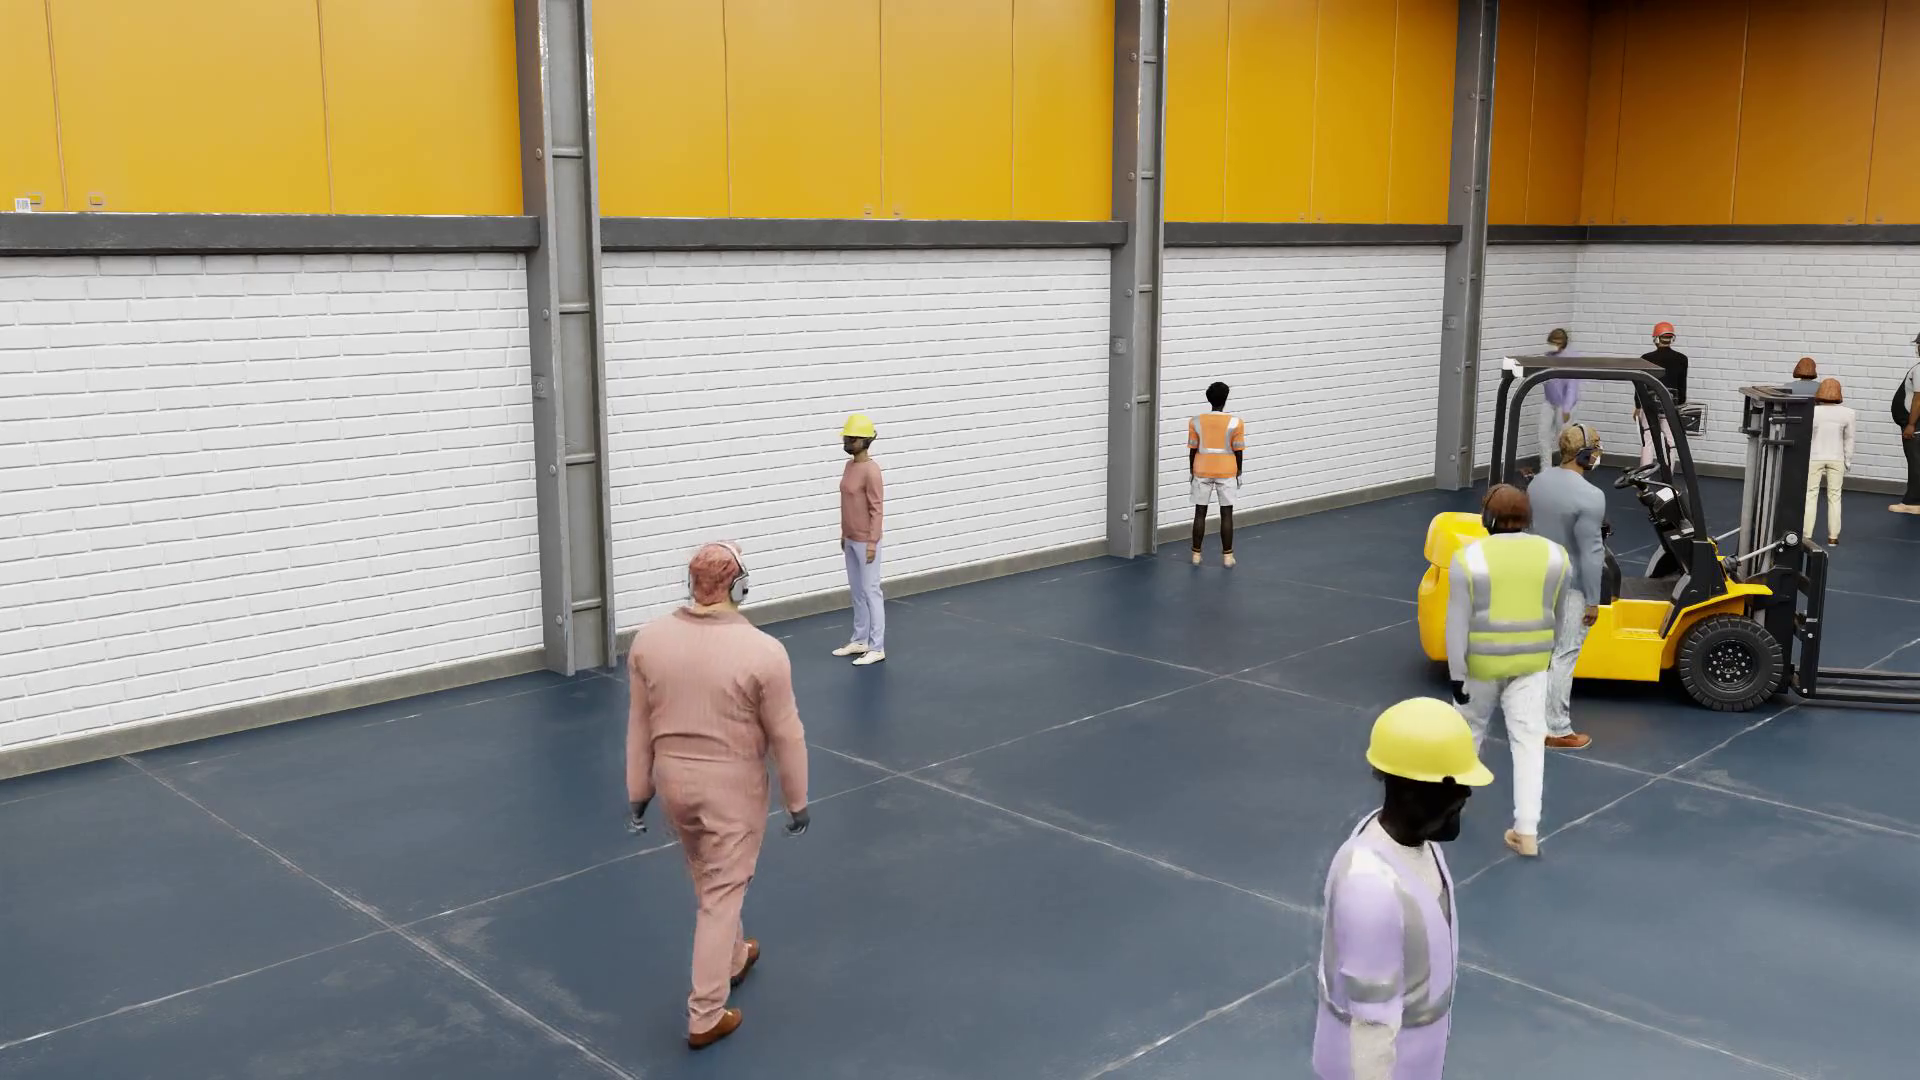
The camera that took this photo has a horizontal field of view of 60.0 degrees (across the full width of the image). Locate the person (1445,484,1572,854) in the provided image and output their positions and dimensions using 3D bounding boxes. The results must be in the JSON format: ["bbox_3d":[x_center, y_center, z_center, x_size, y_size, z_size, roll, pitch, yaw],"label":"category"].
[{"bbox_3d":[2.720,0.607,8.347,0.634,1.790,0.983,0,10,1],"label":"person"}]

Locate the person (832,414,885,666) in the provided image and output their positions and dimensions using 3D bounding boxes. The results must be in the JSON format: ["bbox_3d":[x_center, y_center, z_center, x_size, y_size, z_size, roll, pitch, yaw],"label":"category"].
[{"bbox_3d":[-0.709,-0.008,11.726,0.301,1.772,0.531,-5,12,-28],"label":"person"}]

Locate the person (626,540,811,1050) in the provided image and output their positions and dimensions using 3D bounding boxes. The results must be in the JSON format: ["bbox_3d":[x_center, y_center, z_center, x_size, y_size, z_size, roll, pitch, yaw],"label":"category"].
[{"bbox_3d":[-0.858,0.918,6.373,0.679,1.874,0.883,4,11,22],"label":"person"}]

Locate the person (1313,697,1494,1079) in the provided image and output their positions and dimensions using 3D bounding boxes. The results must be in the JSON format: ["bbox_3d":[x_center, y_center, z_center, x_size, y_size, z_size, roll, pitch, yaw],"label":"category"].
[{"bbox_3d":[1.042,1.307,4.170,0.546,1.911,0.592,5,12,27],"label":"person"}]

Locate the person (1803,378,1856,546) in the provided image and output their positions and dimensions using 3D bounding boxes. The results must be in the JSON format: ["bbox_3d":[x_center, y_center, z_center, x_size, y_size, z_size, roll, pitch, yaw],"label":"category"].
[{"bbox_3d":[8.392,-0.753,16.156,0.498,1.634,0.279,3,11,18],"label":"person"}]

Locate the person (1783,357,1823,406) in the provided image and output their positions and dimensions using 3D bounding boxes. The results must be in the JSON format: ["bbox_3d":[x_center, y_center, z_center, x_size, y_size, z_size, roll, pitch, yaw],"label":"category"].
[{"bbox_3d":[9.546,-1.253,18.885,0.509,1.632,0.267,1,10,7],"label":"person"}]

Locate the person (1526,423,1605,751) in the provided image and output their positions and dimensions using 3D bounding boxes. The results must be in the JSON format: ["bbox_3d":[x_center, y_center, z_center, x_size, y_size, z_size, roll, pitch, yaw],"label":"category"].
[{"bbox_3d":[3.534,0.278,9.747,0.363,1.934,0.630,-3,11,-15],"label":"person"}]

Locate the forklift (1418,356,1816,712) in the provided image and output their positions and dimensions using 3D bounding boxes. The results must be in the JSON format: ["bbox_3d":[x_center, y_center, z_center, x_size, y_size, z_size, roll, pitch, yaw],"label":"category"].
[{"bbox_3d":[4.276,-0.101,11.076,2.313,2.155,1.214,2,11,13],"label":"forklift"}]

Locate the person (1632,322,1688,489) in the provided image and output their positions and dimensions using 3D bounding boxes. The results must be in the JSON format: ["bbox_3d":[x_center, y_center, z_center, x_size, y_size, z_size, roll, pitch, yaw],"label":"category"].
[{"bbox_3d":[8.324,-1.596,19.801,0.609,1.986,0.402,-1,10,-6],"label":"person"}]

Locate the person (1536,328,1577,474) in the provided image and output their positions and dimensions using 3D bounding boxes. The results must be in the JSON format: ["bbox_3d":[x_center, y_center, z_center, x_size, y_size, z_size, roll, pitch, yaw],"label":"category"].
[{"bbox_3d":[7.277,-1.623,20.176,0.669,1.894,0.646,-5,11,-23],"label":"person"}]

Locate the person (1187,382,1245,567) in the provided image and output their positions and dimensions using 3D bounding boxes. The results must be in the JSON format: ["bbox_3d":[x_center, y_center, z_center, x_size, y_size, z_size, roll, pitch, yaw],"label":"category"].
[{"bbox_3d":[2.328,-0.596,15.160,0.532,1.691,0.321,4,11,20],"label":"person"}]

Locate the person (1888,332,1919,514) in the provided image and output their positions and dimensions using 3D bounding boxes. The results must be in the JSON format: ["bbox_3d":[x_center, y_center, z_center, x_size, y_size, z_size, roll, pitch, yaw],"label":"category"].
[{"bbox_3d":[10.430,-1.313,18.104,0.684,2.000,0.538,-9,13,-39],"label":"person"}]
